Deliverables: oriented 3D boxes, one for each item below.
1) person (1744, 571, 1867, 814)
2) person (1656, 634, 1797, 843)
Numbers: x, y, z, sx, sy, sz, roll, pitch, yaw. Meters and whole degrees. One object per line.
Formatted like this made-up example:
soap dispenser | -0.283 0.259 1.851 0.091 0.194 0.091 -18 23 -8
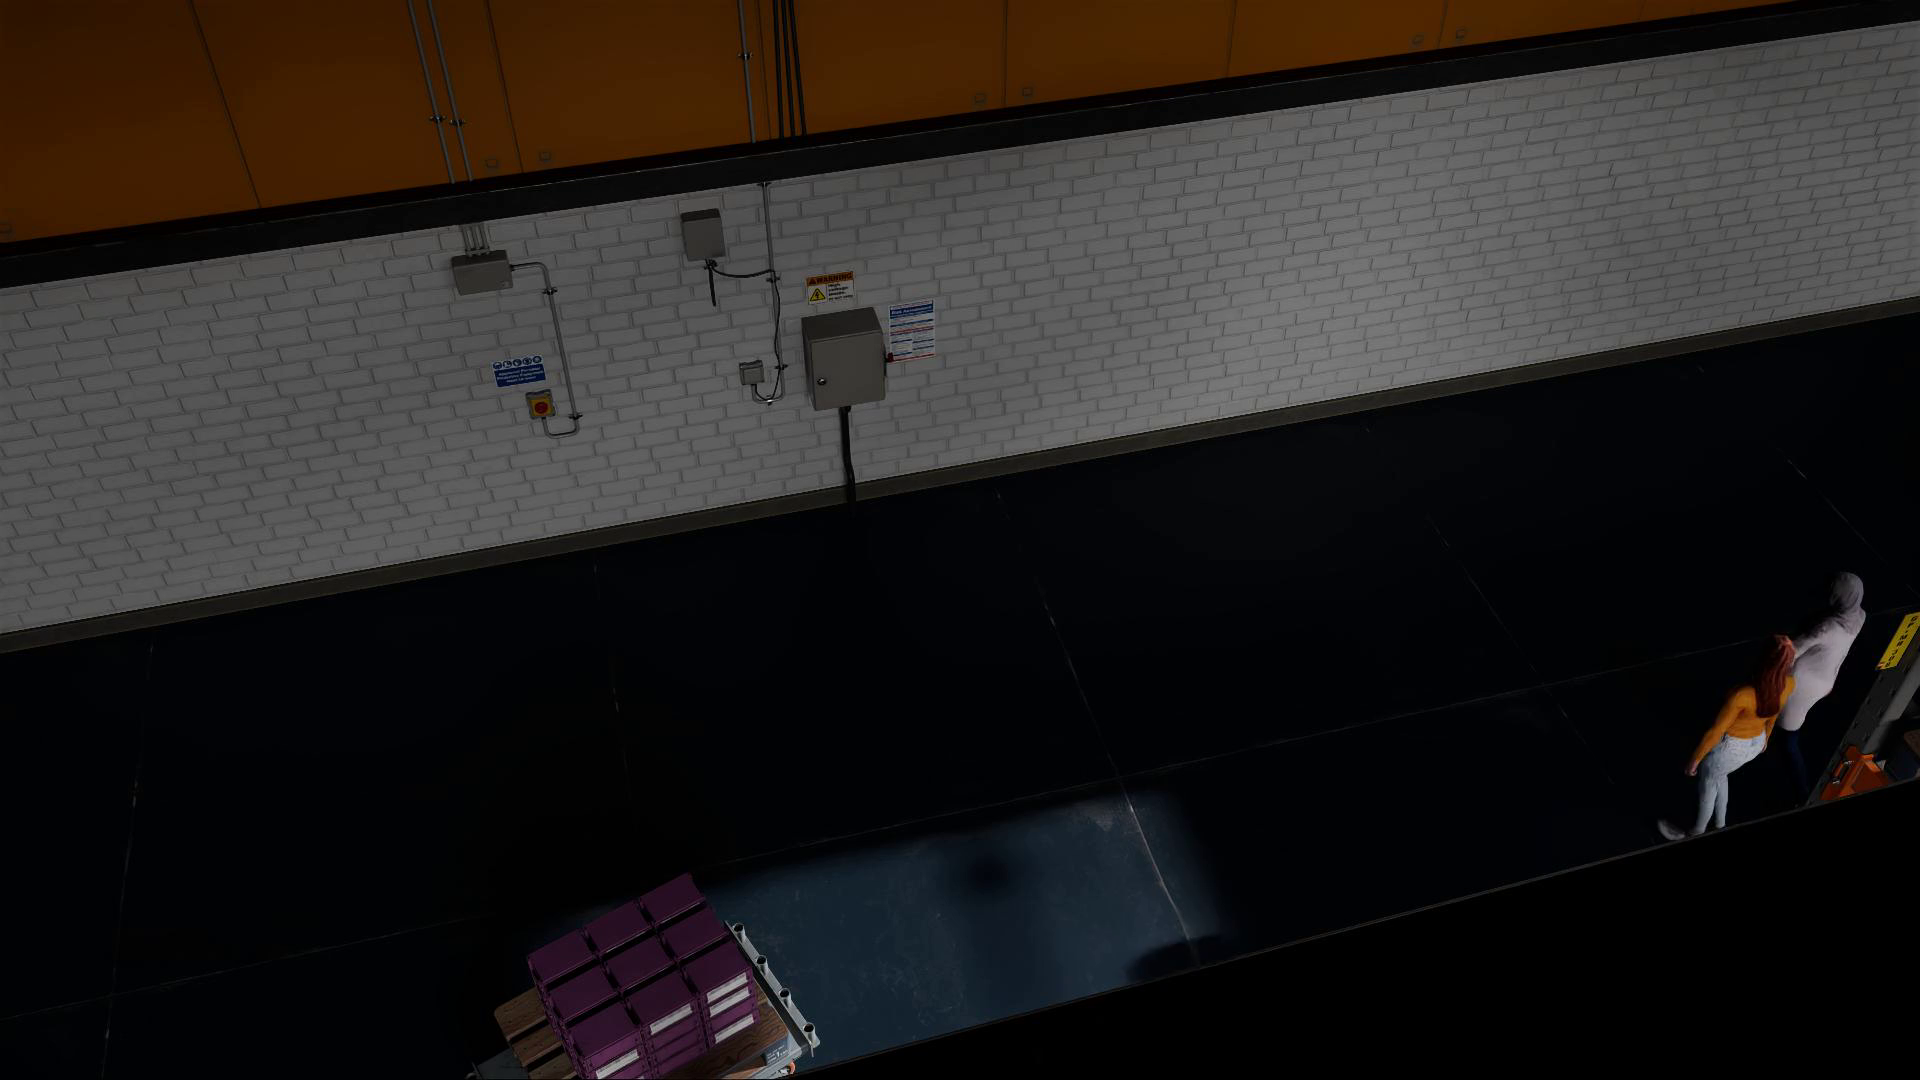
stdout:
person | 5.041 0.935 9.840 0.835 1.745 1.165 -23 48 -22
person | 4.488 1.246 9.510 0.732 1.750 0.684 -19 47 -19
